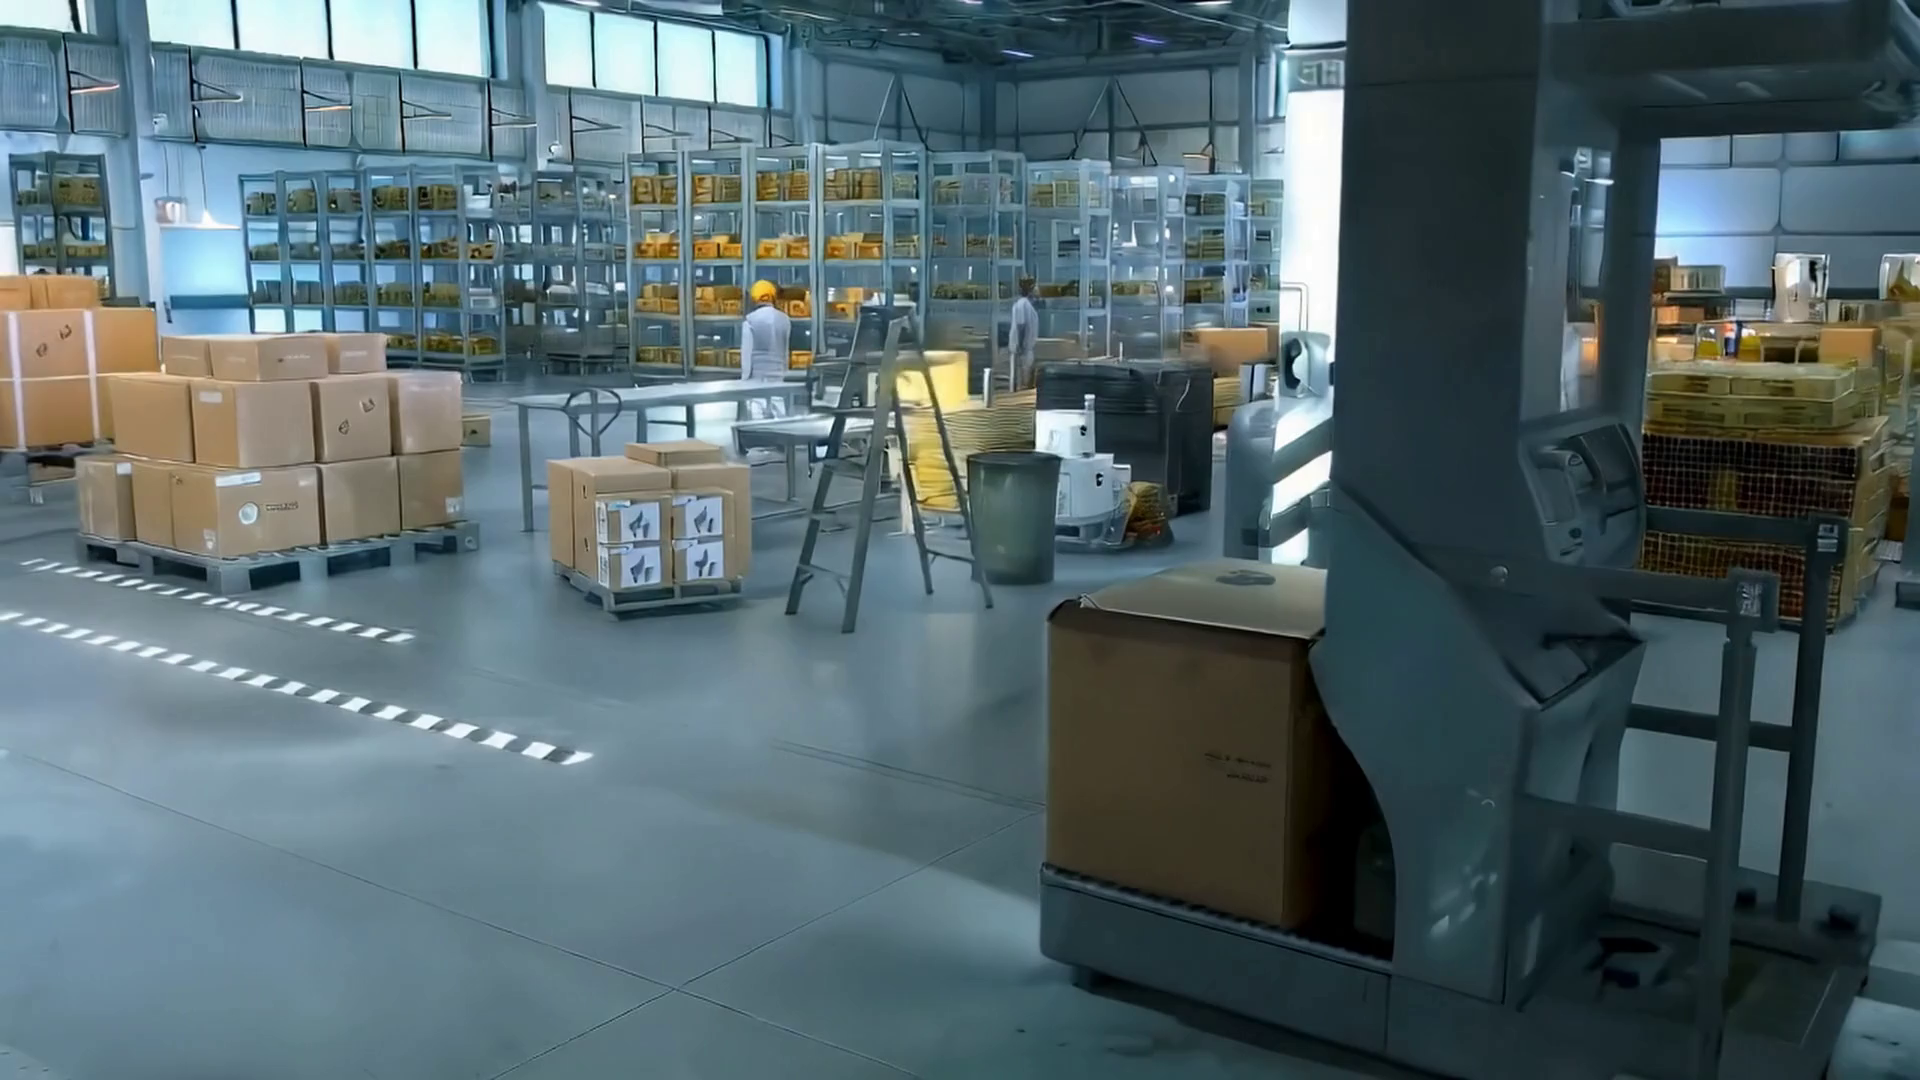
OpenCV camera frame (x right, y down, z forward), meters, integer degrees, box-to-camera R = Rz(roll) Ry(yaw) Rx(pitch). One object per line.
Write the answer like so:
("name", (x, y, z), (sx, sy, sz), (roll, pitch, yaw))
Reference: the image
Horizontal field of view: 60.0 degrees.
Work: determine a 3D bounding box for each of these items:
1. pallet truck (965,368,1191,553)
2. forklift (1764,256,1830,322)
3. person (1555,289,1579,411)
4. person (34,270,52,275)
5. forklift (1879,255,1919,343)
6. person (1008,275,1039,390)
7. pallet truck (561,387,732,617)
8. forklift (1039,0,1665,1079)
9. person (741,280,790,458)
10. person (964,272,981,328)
("pallet truck", (0.845, -0.609, 11.869), (1.630, 1.274, 0.653), (7, 12, 35))
("forklift", (20.253, -5.854, 40.139), (1.157, 1.987, 2.680), (7, 12, 35))
("person", (4.328, -1.030, 12.633), (0.650, 1.900, 0.971), (3, 10, 19))
("person", (-11.614, -2.478, 21.189), (0.639, 1.911, 0.406), (4, 10, 20))
("forklift", (22.089, -5.634, 38.796), (1.157, 1.987, 2.680), (6, 11, 33))
("person", (0.799, -2.377, 20.775), (0.387, 1.845, 0.565), (3, 10, 15))
("pallet truck", (-1.981, -0.274, 10.088), (0.680, 1.201, 1.601), (-5, 11, -28))
("forklift", (1.249, -0.137, 4.360), (1.873, 2.768, 1.129), (7, 12, 35))
("person", (-1.991, -1.708, 16.827), (0.404, 1.830, 0.603), (9, 13, 43))
("person", (0.265, -4.334, 32.589), (0.816, 1.786, 0.587), (6, 11, 33))
